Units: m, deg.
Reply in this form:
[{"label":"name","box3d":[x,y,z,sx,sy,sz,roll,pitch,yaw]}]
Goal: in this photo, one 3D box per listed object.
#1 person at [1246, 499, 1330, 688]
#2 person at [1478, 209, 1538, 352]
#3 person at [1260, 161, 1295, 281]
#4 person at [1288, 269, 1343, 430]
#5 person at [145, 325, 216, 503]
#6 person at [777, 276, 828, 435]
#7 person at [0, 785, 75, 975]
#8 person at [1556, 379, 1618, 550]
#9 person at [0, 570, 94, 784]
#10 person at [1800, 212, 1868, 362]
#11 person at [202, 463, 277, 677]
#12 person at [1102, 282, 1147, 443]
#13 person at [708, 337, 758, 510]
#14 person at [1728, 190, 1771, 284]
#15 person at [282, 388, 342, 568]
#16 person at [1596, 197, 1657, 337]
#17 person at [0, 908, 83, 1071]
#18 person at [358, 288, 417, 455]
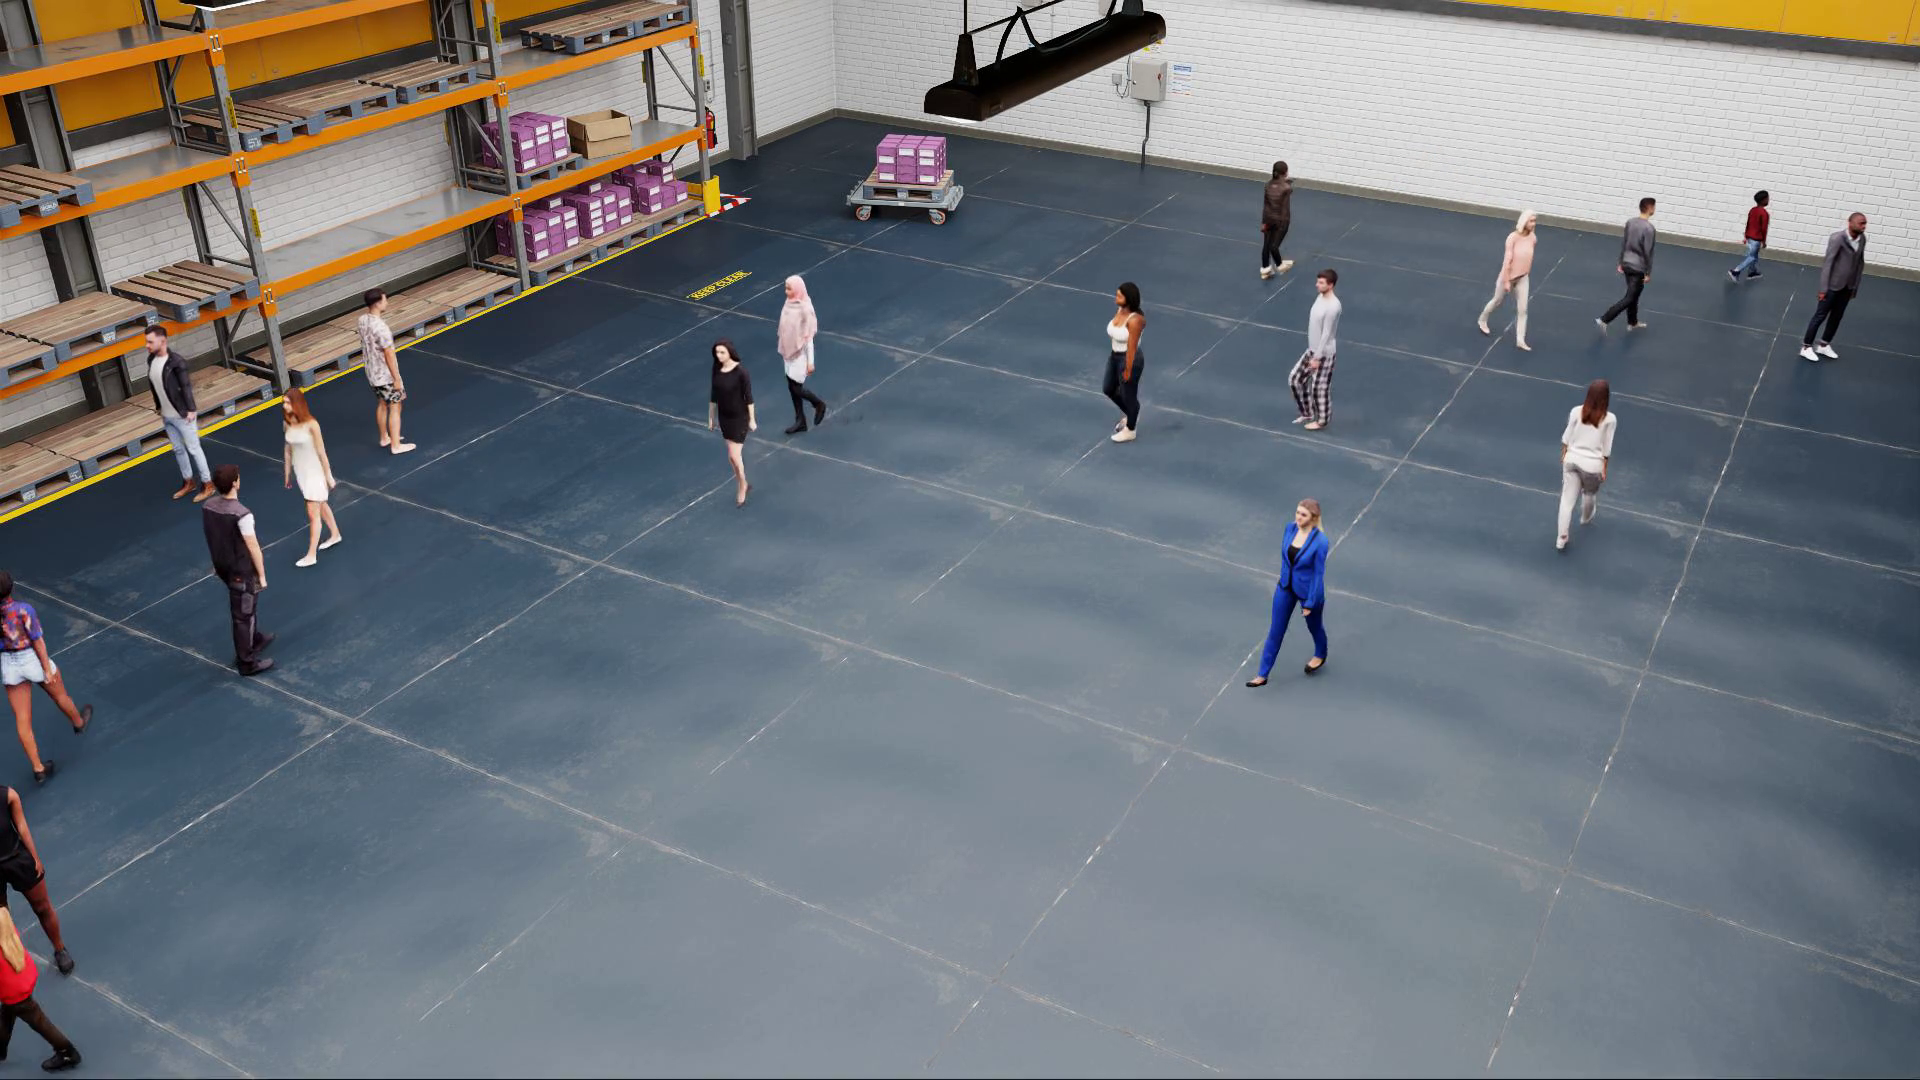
[{"label":"person","box3d":[2.871,0.426,13.679,1.194,1.655,0.852,-24,37,-37]},{"label":"person","box3d":[6.705,-3.217,20.332,1.148,1.678,1.171,-9,30,-16]},{"label":"person","box3d":[4.316,-4.298,22.333,0.612,1.660,0.741,19,34,30]},{"label":"person","box3d":[3.988,-2.047,18.024,0.875,1.834,0.815,-6,29,-11]},{"label":"person","box3d":[-7.816,-1.290,16.636,0.679,1.835,0.597,12,31,21]},{"label":"person","box3d":[-1.673,-1.996,17.977,0.859,1.791,0.769,-21,35,-34]},{"label":"person","box3d":[-6.064,2.087,10.545,0.610,1.739,0.720,-16,32,-27]},{"label":"person","box3d":[5.878,-0.682,15.718,0.618,1.648,1.023,16,32,27]},{"label":"person","box3d":[-7.054,1.048,12.489,0.994,1.702,1.176,-1,29,-2]},{"label":"person","box3d":[10.471,-3.045,19.877,0.787,1.812,0.845,-7,29,-13]},{"label":"person","box3d":[-6.038,0.268,13.786,0.697,1.829,0.806,16,32,27]},{"label":"person","box3d":[1.869,-1.906,17.805,0.854,1.798,0.796,-10,30,-17]},{"label":"person","box3d":[-2.188,-1.192,16.506,0.630,1.788,0.614,17,33,28]},{"label":"person","box3d":[10.647,-4.065,22.336,0.825,1.249,0.822,-3,29,-6]},{"label":"person","box3d":[-6.049,-0.661,15.633,0.654,1.691,0.972,12,31,21]},{"label":"person","box3d":[8.262,-3.340,20.497,1.165,1.736,1.047,-11,30,-19]},{"label":"person","box3d":[-5.588,2.693,9.948,0.884,1.248,0.864,-5,29,-9]},{"label":"person","box3d":[-6.111,-1.782,17.566,0.721,1.809,0.648,24,37,37]}]
